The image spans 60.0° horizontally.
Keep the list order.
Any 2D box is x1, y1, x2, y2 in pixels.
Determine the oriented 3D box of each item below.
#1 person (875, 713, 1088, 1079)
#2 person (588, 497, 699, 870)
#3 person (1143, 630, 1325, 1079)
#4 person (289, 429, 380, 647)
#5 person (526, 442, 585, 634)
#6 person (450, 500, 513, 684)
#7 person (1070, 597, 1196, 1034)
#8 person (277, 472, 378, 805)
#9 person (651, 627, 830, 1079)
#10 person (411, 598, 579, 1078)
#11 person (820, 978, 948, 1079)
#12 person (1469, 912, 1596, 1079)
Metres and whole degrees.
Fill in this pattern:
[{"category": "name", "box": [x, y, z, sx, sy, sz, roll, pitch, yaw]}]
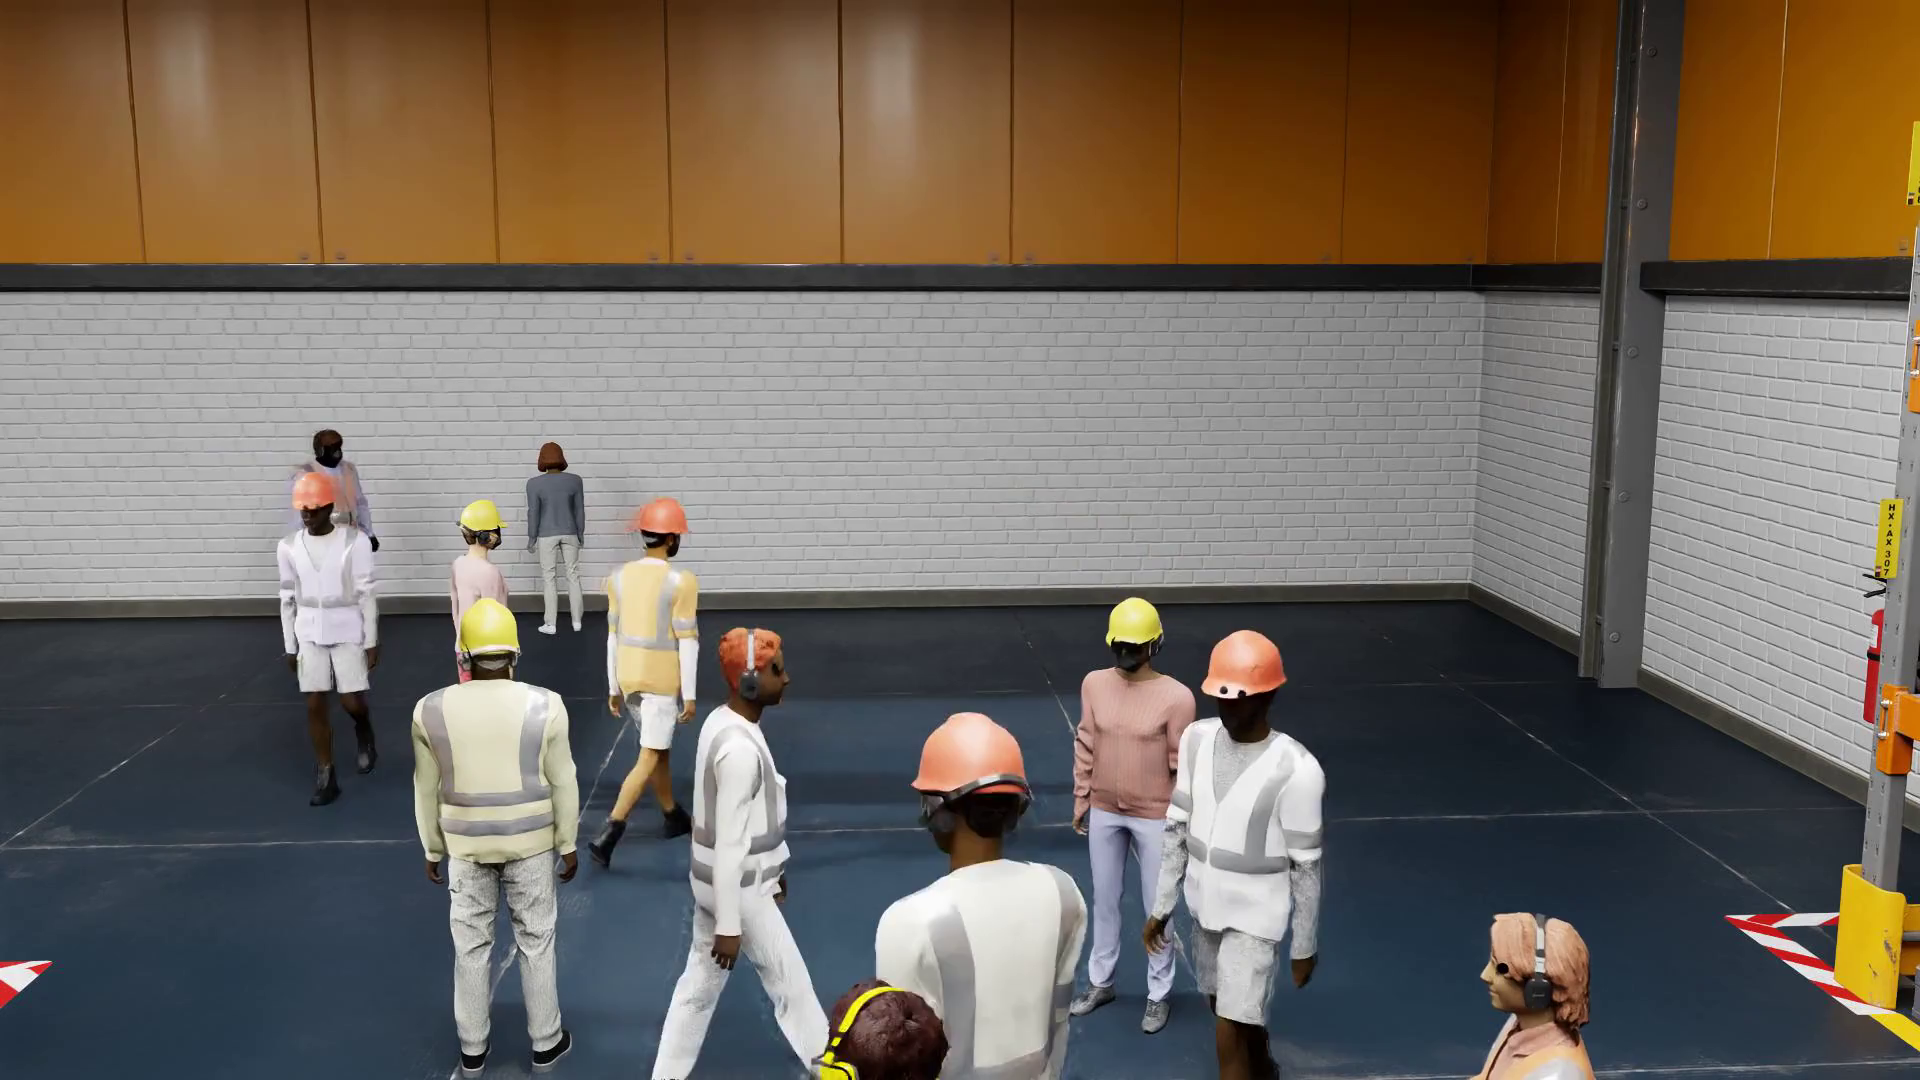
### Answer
[{"category": "person", "box": [-0.008, 1.413, 3.921, 0.645, 2.014, 0.511, -8, 12, -42]}, {"category": "person", "box": [-1.642, 0.735, 8.607, 0.555, 1.896, 0.960, 5, 10, 28]}, {"category": "person", "box": [0.928, 1.219, 5.515, 0.741, 1.926, 0.551, -7, 12, -39]}, {"category": "person", "box": [-5.164, -0.015, 13.617, 0.975, 1.798, 0.622, 4, 10, 22]}, {"category": "person", "box": [-3.421, -0.017, 14.097, 0.499, 1.633, 0.279, -5, 11, -31]}, {"category": "person", "box": [-2.701, 0.653, 9.477, 0.315, 1.769, 0.523, -8, 12, -42]}, {"category": "person", "box": [0.687, 1.095, 6.706, 0.523, 1.767, 0.313, 5, 10, 30]}, {"category": "person", "box": [-3.642, 0.543, 9.655, 0.560, 1.921, 0.601, 0, 9, -1]}, {"category": "person", "box": [-0.680, 1.204, 5.800, 0.969, 1.829, 0.606, -2, 9, -13]}, {"category": "person", "box": [-1.737, 1.125, 6.295, 0.599, 1.834, 0.404, -1, 9, -5]}, {"category": "person", "box": [-0.038, 1.677, 2.843, 0.702, 1.838, 0.518, 3, 10, 19]}, {"category": "person", "box": [1.284, 1.629, 3.744, 0.315, 1.640, 0.515, 2, 9, 13]}]
